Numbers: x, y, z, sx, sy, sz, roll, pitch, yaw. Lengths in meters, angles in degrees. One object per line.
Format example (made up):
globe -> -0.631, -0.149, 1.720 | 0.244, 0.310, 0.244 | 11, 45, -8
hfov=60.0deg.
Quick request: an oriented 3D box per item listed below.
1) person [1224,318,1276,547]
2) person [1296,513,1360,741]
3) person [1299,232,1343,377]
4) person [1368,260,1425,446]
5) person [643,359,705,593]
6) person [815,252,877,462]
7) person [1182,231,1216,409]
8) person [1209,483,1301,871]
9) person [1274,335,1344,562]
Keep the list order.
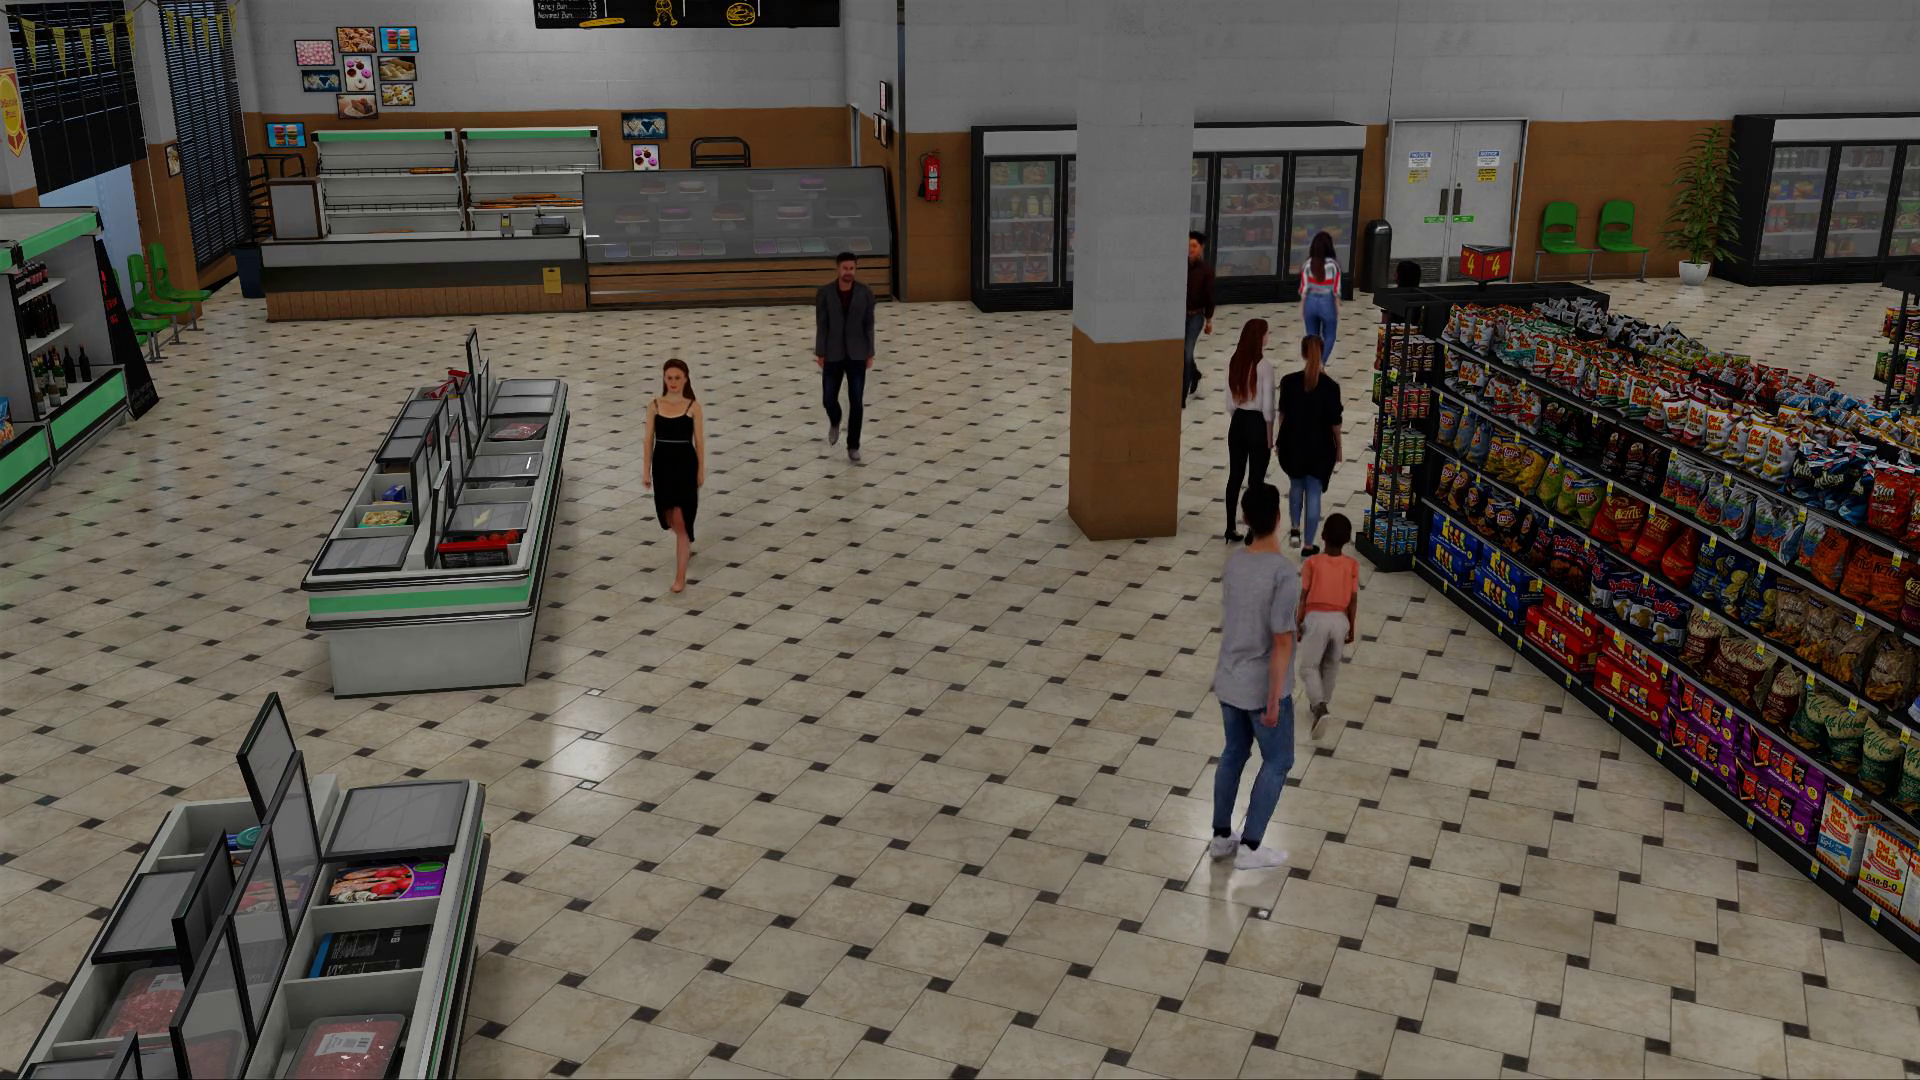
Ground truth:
person -> 2.175, -0.795, 12.491 | 0.727, 1.760, 0.608 | -15, 24, -38
person -> 2.068, 0.495, 9.389 | 0.583, 1.297, 0.832 | 1, 19, 2
person -> 3.799, -2.441, 17.617 | 0.724, 1.604, 0.751 | 8, 20, 22
person -> 4.011, -1.701, 15.227 | 0.663, 1.729, 0.646 | -8, 20, -22
person -> -2.015, -0.499, 11.869 | 0.770, 1.596, 1.126 | 2, 19, 6
person -> -1.037, -1.655, 14.890 | 0.738, 1.858, 0.954 | -2, 19, -5
person -> 2.314, -2.221, 16.733 | 1.081, 1.752, 1.194 | 10, 21, 28
person -> 1.373, 0.689, 7.948 | 0.901, 1.851, 0.758 | -7, 20, -19
person -> 2.511, -0.654, 12.216 | 0.821, 1.669, 0.872 | 10, 21, 28
